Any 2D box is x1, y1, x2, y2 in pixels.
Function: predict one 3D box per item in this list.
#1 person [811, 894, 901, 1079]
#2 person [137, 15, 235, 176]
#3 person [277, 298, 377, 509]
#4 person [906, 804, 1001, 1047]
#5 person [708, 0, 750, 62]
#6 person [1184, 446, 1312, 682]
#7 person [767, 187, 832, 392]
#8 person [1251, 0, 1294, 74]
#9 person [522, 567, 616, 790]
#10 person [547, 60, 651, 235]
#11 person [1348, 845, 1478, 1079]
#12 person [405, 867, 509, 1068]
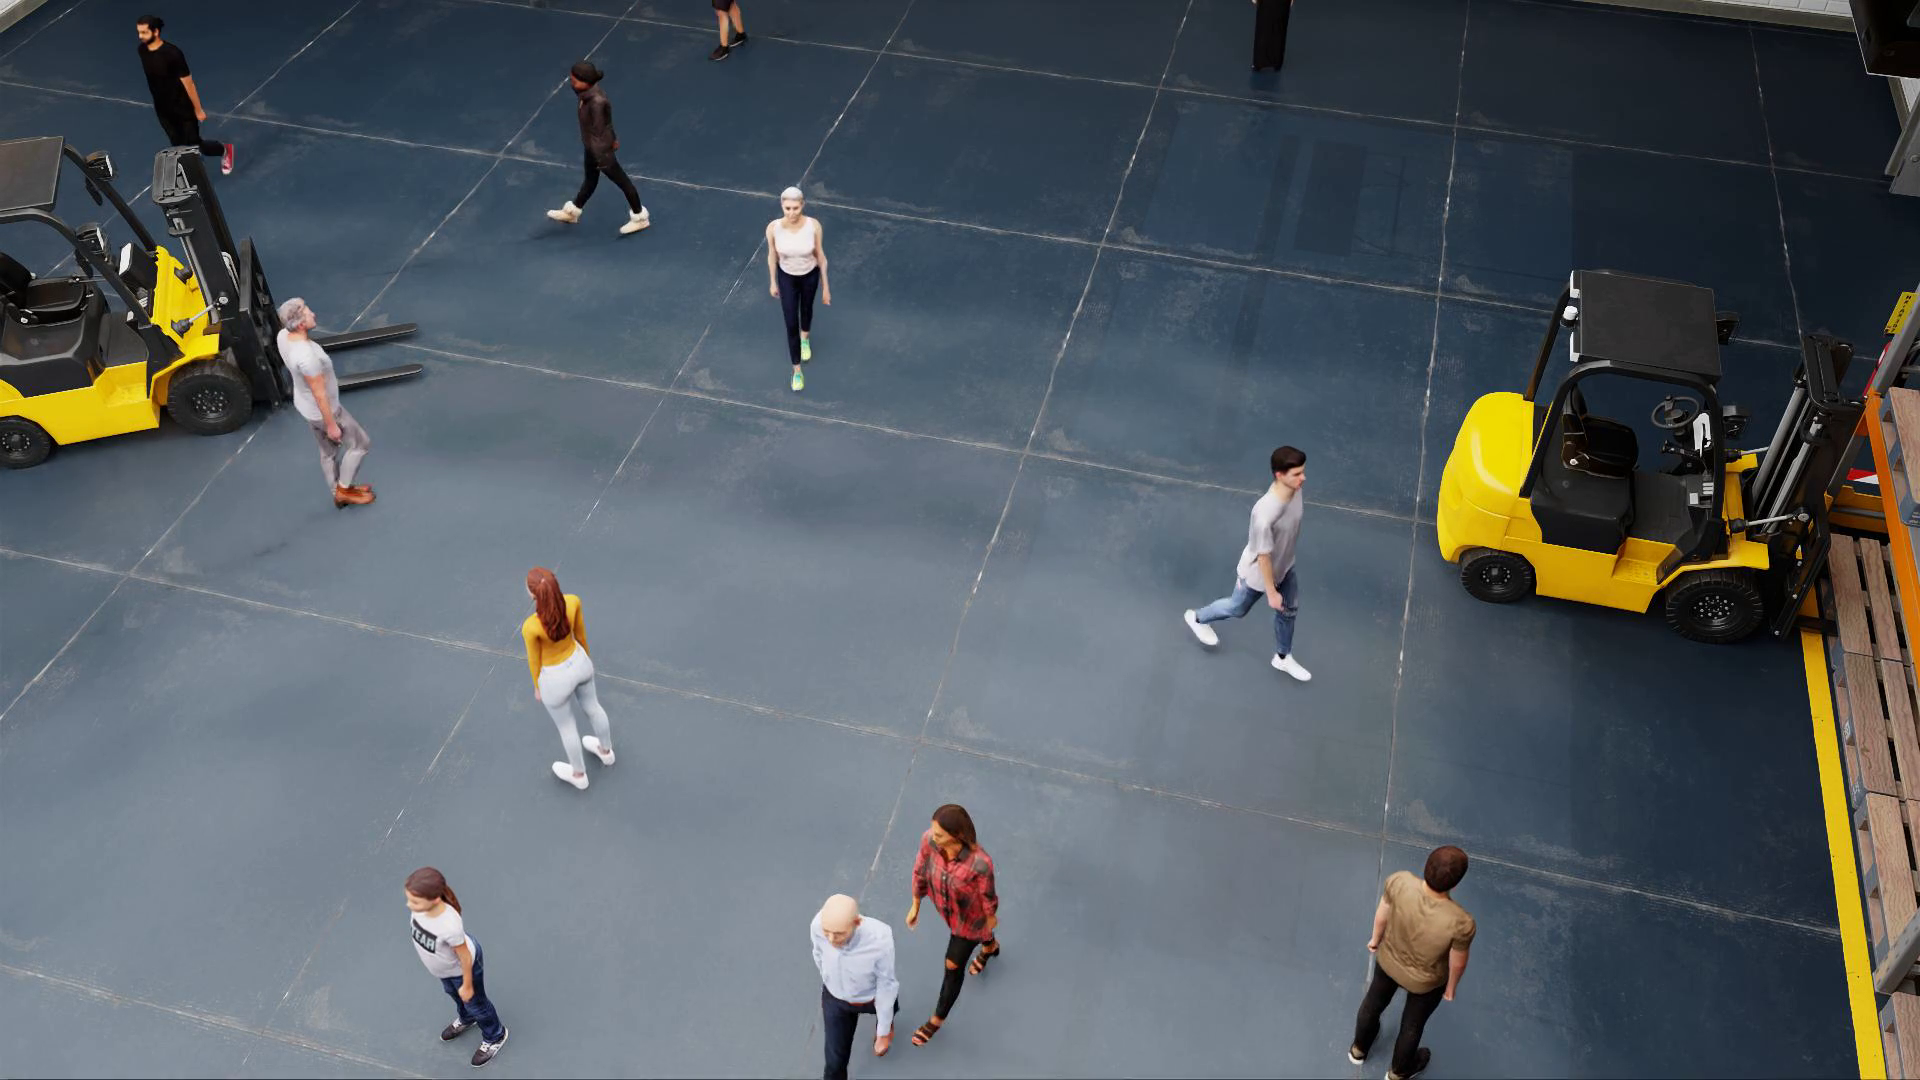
[{"bbox_3d":[-0.491,2.302,8.615,0.664,1.733,1.255,9,44,9],"label":"person"},{"bbox_3d":[-7.119,-3.991,15.212,0.675,1.744,0.906,15,46,15],"label":"person"},{"bbox_3d":[-4.662,-0.912,11.928,0.845,1.817,0.824,-28,50,-27],"label":"person"},{"bbox_3d":[0.055,1.928,9.065,0.902,1.653,1.138,30,51,27],"label":"person"},{"bbox_3d":[-2.391,-5.895,17.253,0.969,1.685,0.876,-28,50,-26],"label":"person"},{"bbox_3d":[1.917,0.125,10.812,1.087,1.855,1.217,31,52,28],"label":"person"},{"bbox_3d":[-1.293,-2.122,13.304,0.905,1.671,1.150,-6,44,-6],"label":"person"},{"bbox_3d":[3.197,-5.524,16.925,0.617,1.602,0.578,2,44,2],"label":"person"},{"bbox_3d":[-2.401,0.829,10.152,0.695,1.746,0.573,29,51,27],"label":"person"},{"bbox_3d":[-3.318,-3.402,14.674,1.059,1.633,1.107,-28,50,-26],"label":"person"},{"bbox_3d":[2.344,2.199,8.638,0.740,1.851,0.713,31,52,28],"label":"person"},{"bbox_3d":[-2.691,2.224,8.820,0.614,1.563,0.634,29,51,27],"label":"person"}]
